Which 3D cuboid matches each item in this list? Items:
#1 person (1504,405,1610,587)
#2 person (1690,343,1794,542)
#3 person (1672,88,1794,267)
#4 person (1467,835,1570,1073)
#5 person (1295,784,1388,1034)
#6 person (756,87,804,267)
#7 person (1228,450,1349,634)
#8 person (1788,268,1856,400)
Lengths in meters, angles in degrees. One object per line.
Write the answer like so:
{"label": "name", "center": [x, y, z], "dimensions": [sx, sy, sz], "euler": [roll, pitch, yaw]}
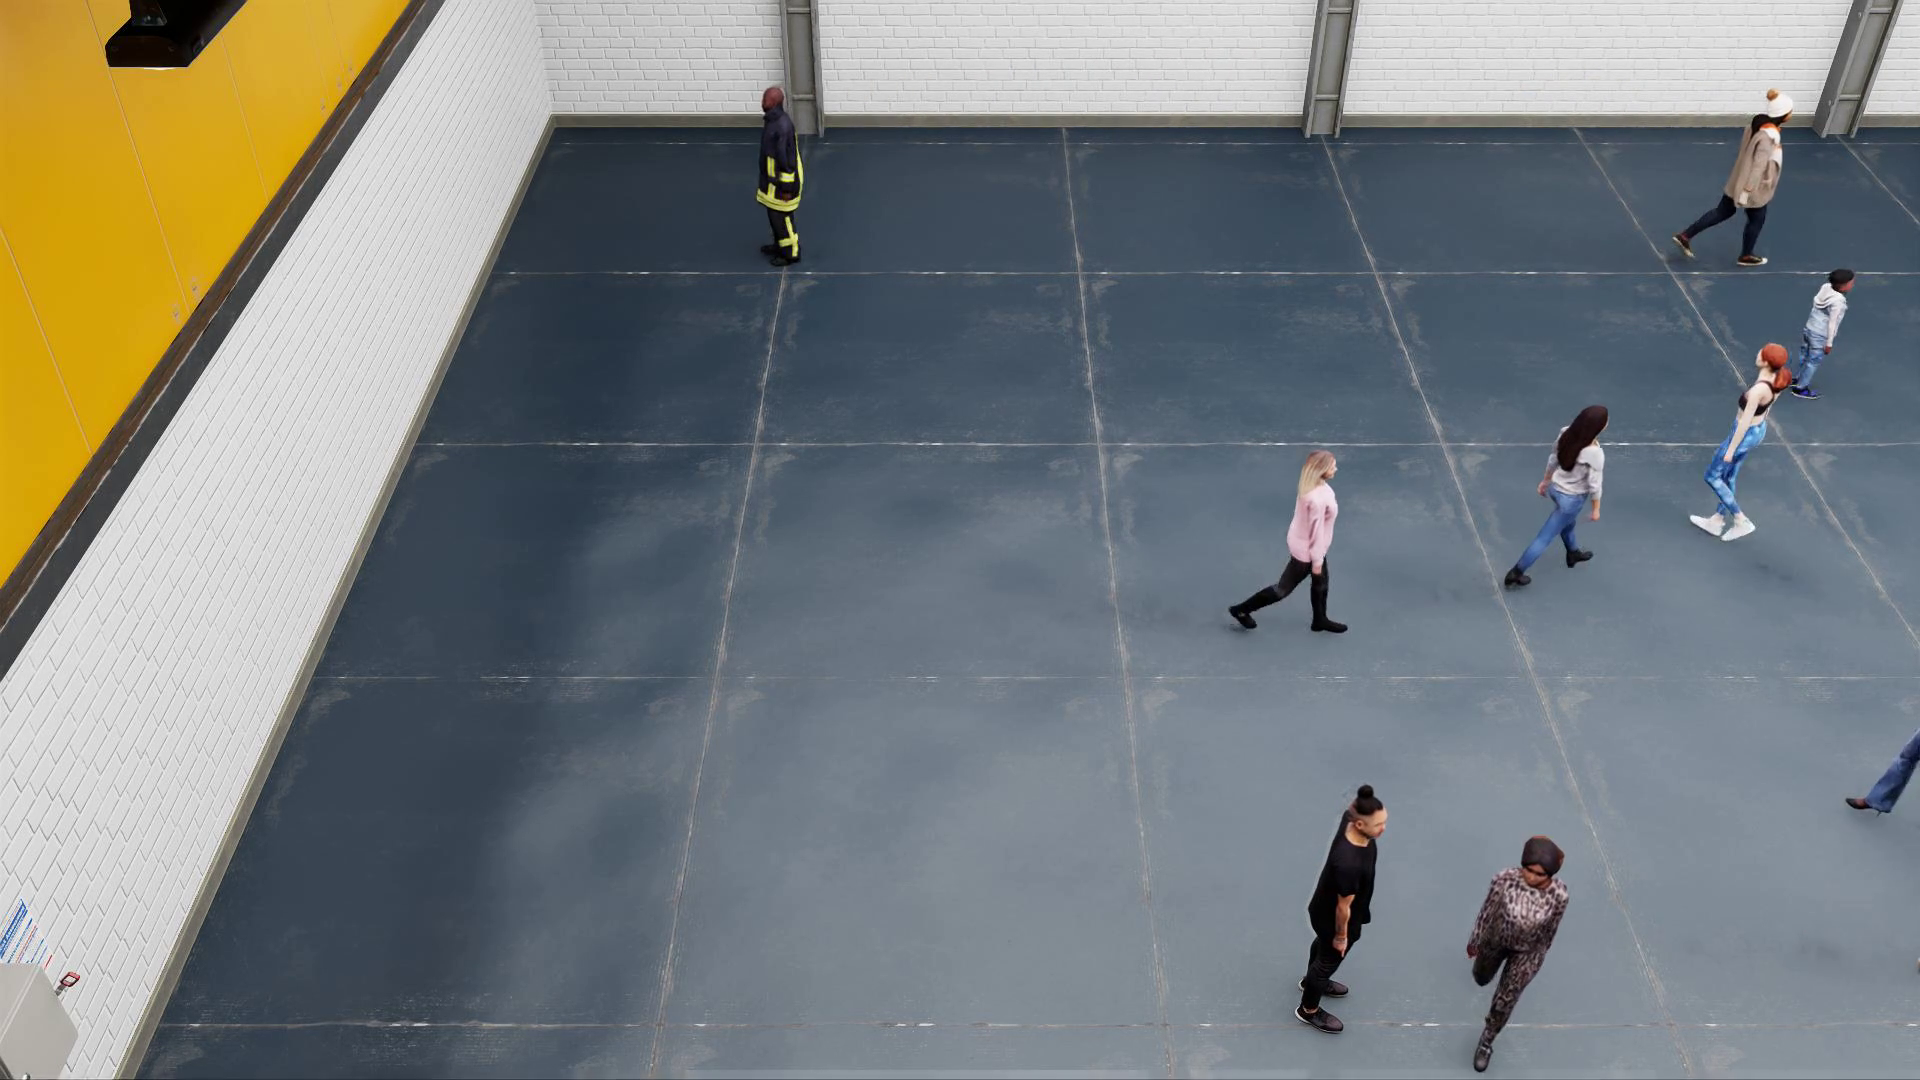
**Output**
{"label": "person", "center": [4.506, -0.289, 12.557], "dimensions": [1.138, 1.585, 0.841], "euler": [-11, 40, -14]}
{"label": "person", "center": [6.155, -0.711, 12.932], "dimensions": [0.819, 1.778, 0.864], "euler": [-27, 46, -30]}
{"label": "person", "center": [7.679, -3.547, 16.423], "dimensions": [1.182, 1.853, 0.729], "euler": [1, 39, 2]}
{"label": "person", "center": [3.115, 2.218, 9.335], "dimensions": [1.027, 1.690, 0.919], "euler": [17, 42, 20]}
{"label": "person", "center": [2.161, 2.045, 9.406], "dimensions": [0.690, 1.871, 0.750], "euler": [11, 40, 13]}
{"label": "person", "center": [-1.745, -3.655, 16.584], "dimensions": [0.841, 1.821, 0.856], "euler": [-11, 40, -14]}
{"label": "person", "center": [2.420, 0.048, 12.081], "dimensions": [1.148, 1.653, 0.687], "euler": [5, 39, 6]}
{"label": "person", "center": [7.667, -1.872, 14.802], "dimensions": [0.475, 1.259, 0.482], "euler": [-5, 39, -6]}
